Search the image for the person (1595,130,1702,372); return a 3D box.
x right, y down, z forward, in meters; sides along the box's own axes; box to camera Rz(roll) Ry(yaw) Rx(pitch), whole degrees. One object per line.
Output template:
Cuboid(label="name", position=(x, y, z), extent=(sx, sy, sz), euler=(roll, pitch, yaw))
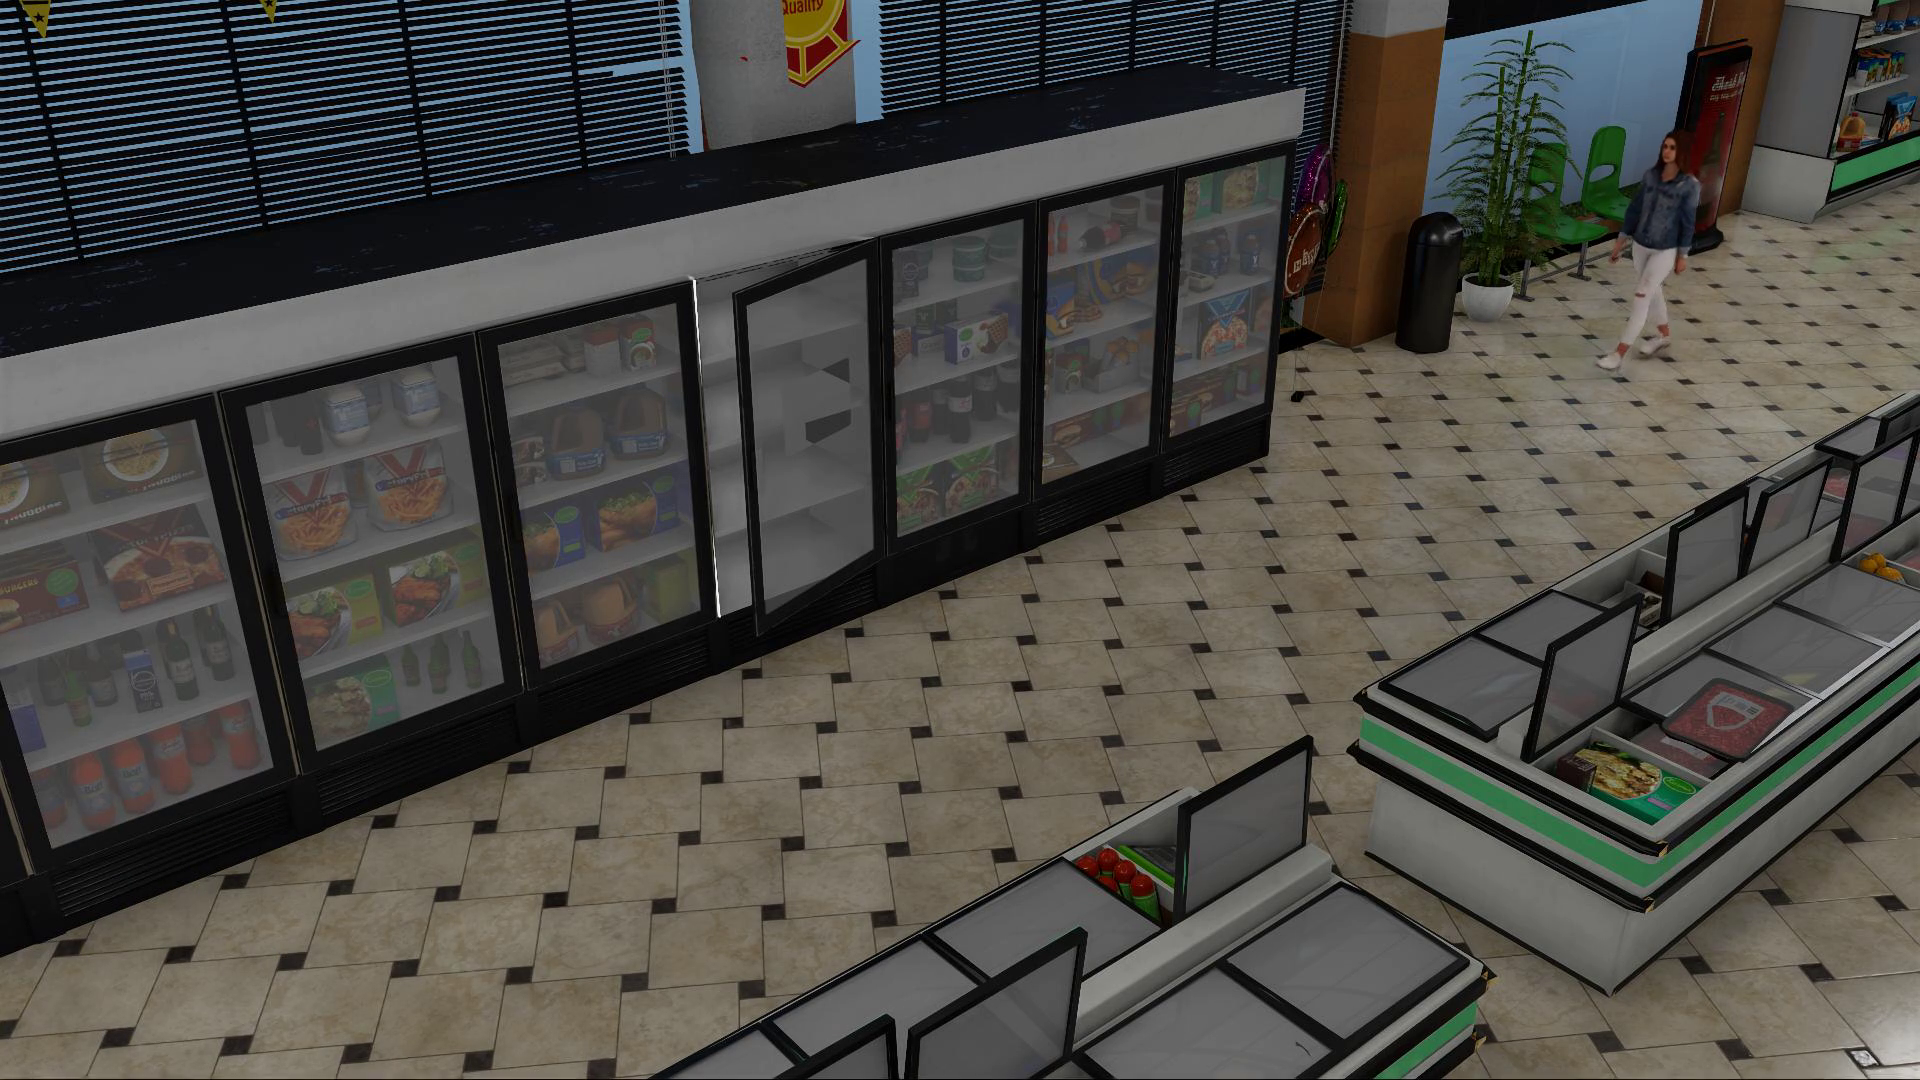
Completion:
Cuboid(label="person", position=(4.901, -2.012, 11.603), extent=(1.171, 1.657, 0.780), euler=(-14, 30, -25))
